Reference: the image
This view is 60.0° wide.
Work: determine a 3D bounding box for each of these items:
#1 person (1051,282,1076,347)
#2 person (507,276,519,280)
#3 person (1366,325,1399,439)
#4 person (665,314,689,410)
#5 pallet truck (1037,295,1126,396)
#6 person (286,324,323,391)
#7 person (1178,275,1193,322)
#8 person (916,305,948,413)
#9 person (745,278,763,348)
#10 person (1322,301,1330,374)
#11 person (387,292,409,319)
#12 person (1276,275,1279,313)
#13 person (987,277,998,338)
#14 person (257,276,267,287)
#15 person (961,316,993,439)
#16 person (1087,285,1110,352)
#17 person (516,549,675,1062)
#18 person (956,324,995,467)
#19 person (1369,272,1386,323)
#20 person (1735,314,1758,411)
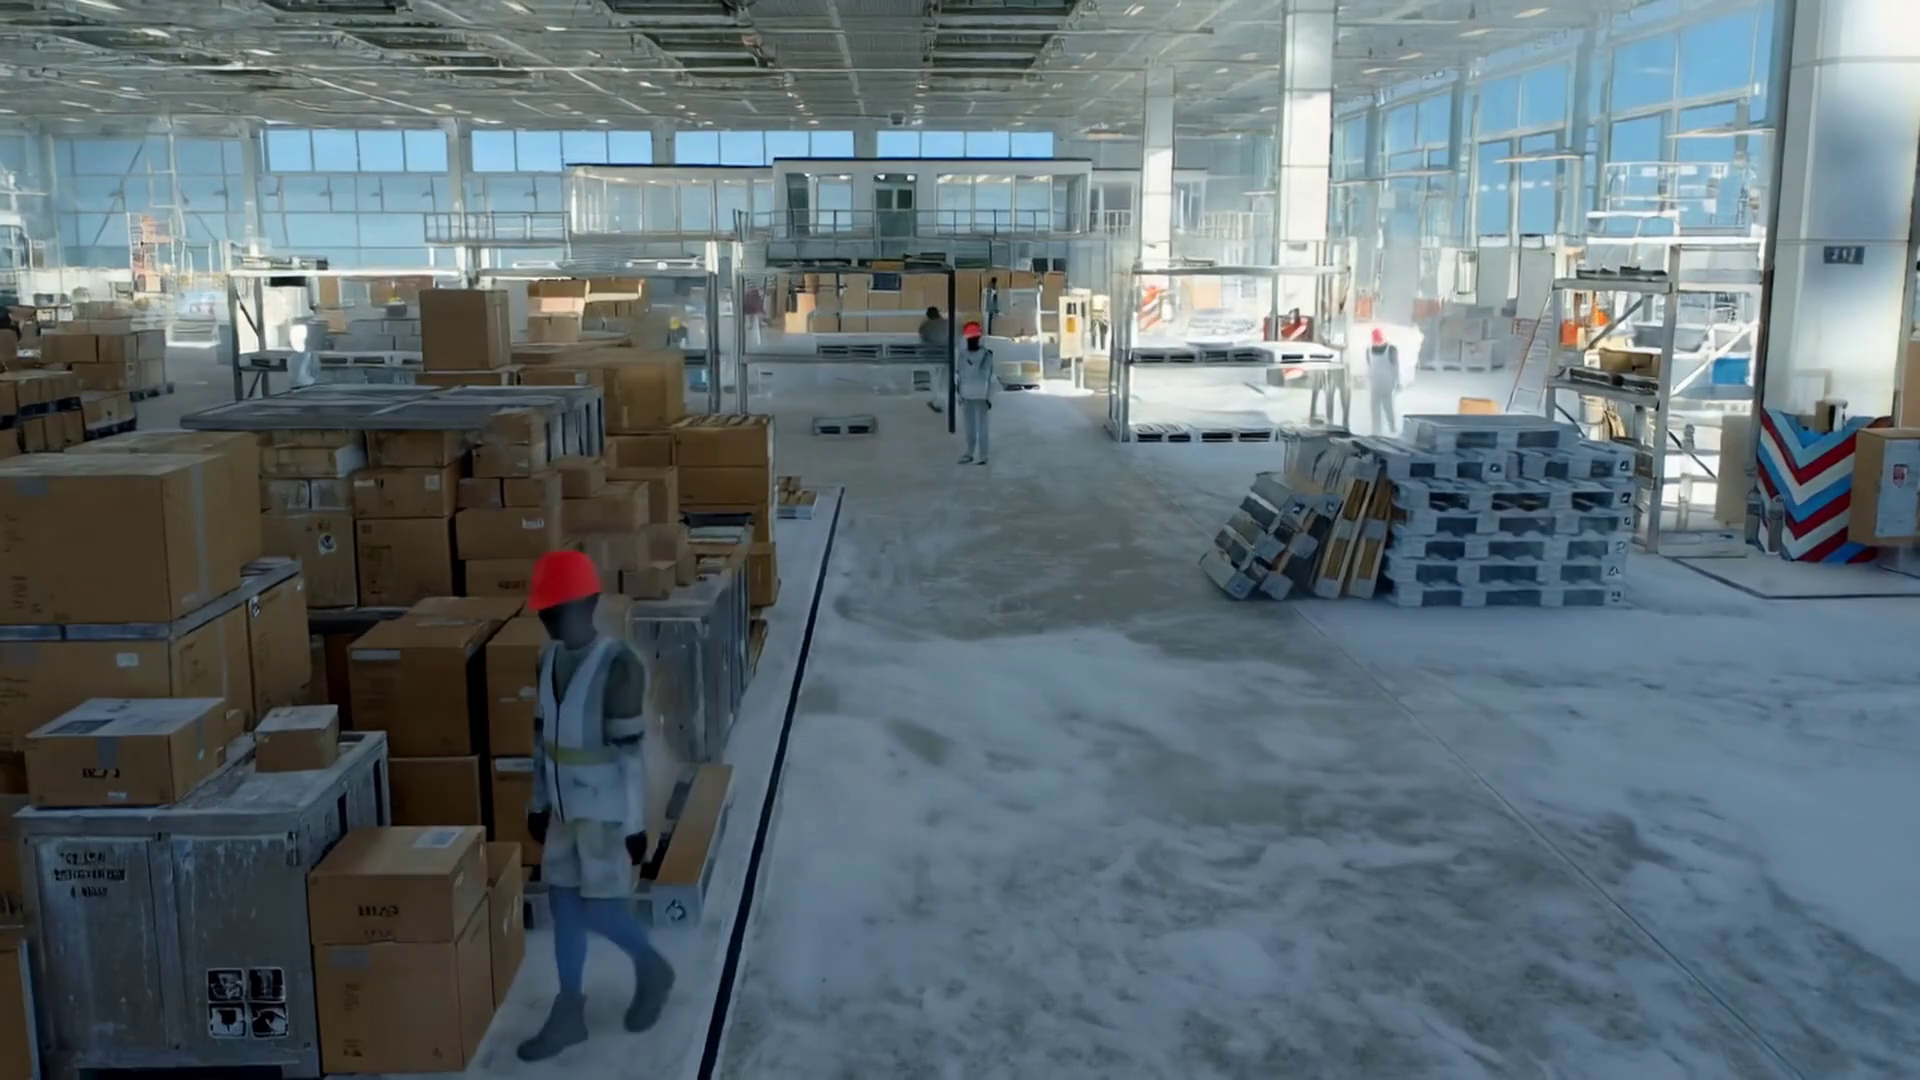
[{"bbox_3d":[3.102,-6.456,47.752,1.005,1.868,0.615,8,13,38],"label":"person"},{"bbox_3d":[-17.971,-9.902,66.926,0.575,1.881,0.356,2,10,13],"label":"person"},{"bbox_3d":[6.274,-2.282,24.643,0.538,1.823,0.569,7,12,35],"label":"person"},{"bbox_3d":[-5.127,-3.217,30.070,0.494,1.743,0.307,5,11,26],"label":"person"},{"bbox_3d":[2.483,-3.881,33.060,1.885,1.965,0.823,-7,13,-36],"label":"pallet truck"},{"bbox_3d":[-8.643,-1.870,21.952,0.609,1.963,0.368,8,13,37],"label":"person"},{"bbox_3d":[8.605,-9.127,62.850,0.814,1.802,0.616,-5,11,-26],"label":"person"},{"bbox_3d":[-0.504,-3.235,29.715,0.666,1.901,0.921,-5,11,-26],"label":"person"},{"bbox_3d":[-5.900,-6.452,47.391,0.620,1.994,0.381,-9,14,-42],"label":"person"},{"bbox_3d":[8.360,-4.658,38.225,0.541,1.695,0.316,0,10,-3],"label":"person"},{"bbox_3d":[-13.189,-4.905,39.148,0.552,1.857,0.494,-7,12,-34],"label":"person"},{"bbox_3d":[13.739,-10.692,71.040,0.611,1.985,0.394,3,11,16],"label":"person"},{"bbox_3d":[1.044,-7.300,52.270,0.370,1.941,0.627,3,11,16],"label":"person"},{"bbox_3d":[-24.231,-8.330,57.750,0.632,2.031,0.534,7,13,35],"label":"person"},{"bbox_3d":[0.252,-2.479,25.501,0.440,1.906,0.613,-9,13,-41],"label":"person"},{"bbox_3d":[3.824,-6.111,45.920,0.627,1.845,0.429,2,10,10],"label":"person"},{"bbox_3d":[-1.393,0.978,6.194,0.588,1.924,0.572,8,13,39],"label":"person"},{"bbox_3d":[0.196,-1.953,22.514,0.594,1.925,0.370,8,13,39],"label":"person"},{"bbox_3d":[15.006,-8.642,59.720,0.616,1.945,0.404,7,12,33],"label":"person"},{"bbox_3d":[12.359,-2.614,26.251,0.843,1.898,0.545,3,11,15],"label":"person"}]
